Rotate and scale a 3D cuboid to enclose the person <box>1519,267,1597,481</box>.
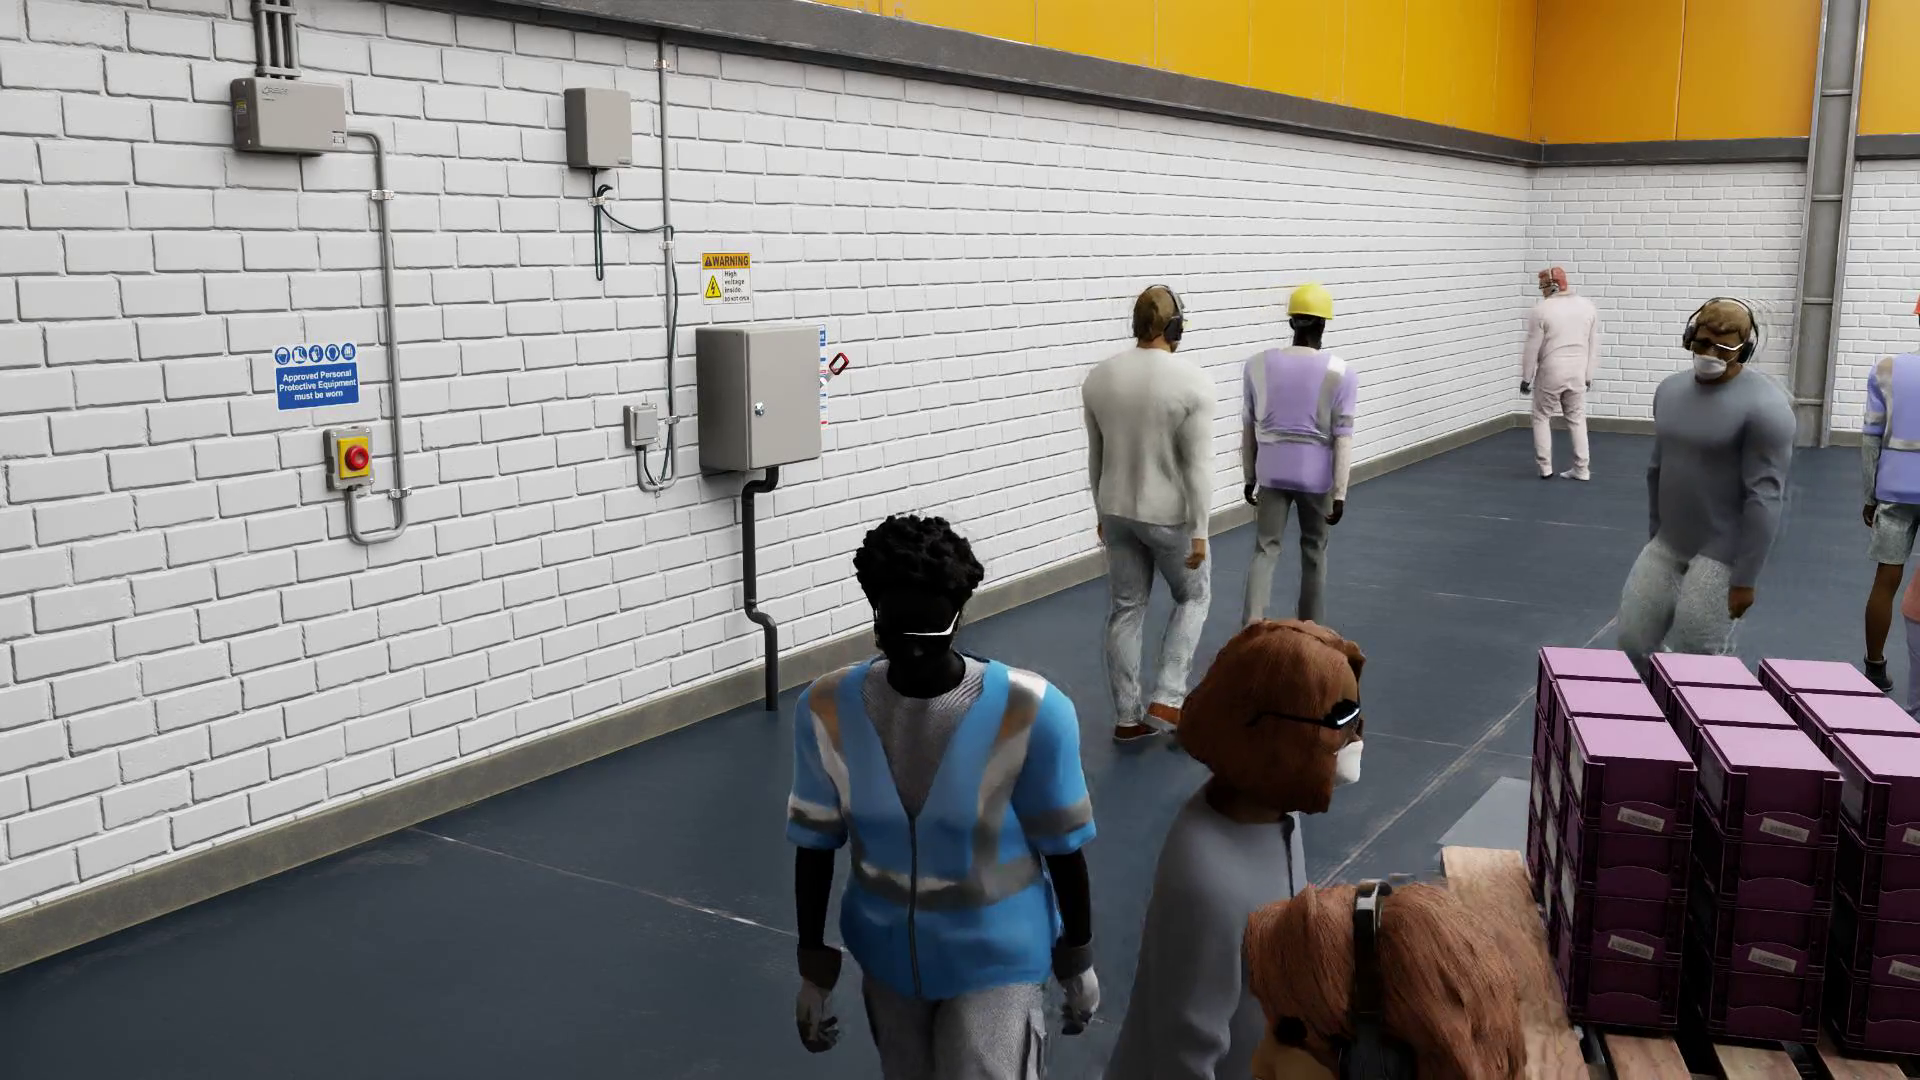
[{"bbox_3d":[5.223,-1.439,14.539,0.651,1.875,0.441,-2,11,-13],"label":"person"}]

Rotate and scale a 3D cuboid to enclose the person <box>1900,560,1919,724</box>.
[{"bbox_3d":[3.205,0.267,5.350,0.315,1.770,0.524,6,12,32],"label":"person"}]

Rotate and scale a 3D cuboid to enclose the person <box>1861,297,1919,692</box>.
[{"bbox_3d":[4.368,-0.211,7.526,0.361,1.938,0.545,-9,14,-42],"label":"person"}]

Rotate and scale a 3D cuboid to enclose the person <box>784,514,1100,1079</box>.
[{"bbox_3d":[-0.053,0.765,2.901,0.539,1.636,0.831,4,11,22],"label":"person"}]

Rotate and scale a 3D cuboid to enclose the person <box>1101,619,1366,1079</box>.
[{"bbox_3d":[0.418,0.886,2.451,0.876,1.574,0.512,5,11,24],"label":"person"}]

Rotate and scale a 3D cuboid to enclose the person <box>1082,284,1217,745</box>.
[{"bbox_3d":[0.795,-0.088,6.905,0.629,1.924,0.442,7,12,34],"label":"person"}]

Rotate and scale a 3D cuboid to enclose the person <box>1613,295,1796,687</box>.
[{"bbox_3d":[2.680,0.068,6.066,0.444,1.905,0.657,-3,11,-15],"label":"person"}]

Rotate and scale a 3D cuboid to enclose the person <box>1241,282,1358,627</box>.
[{"bbox_3d":[1.652,-0.320,8.231,0.585,1.900,0.885,4,11,22],"label":"person"}]

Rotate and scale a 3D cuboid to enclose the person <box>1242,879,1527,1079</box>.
[{"bbox_3d":[0.362,1.055,1.491,0.873,1.578,0.494,-2,10,-11],"label":"person"}]
